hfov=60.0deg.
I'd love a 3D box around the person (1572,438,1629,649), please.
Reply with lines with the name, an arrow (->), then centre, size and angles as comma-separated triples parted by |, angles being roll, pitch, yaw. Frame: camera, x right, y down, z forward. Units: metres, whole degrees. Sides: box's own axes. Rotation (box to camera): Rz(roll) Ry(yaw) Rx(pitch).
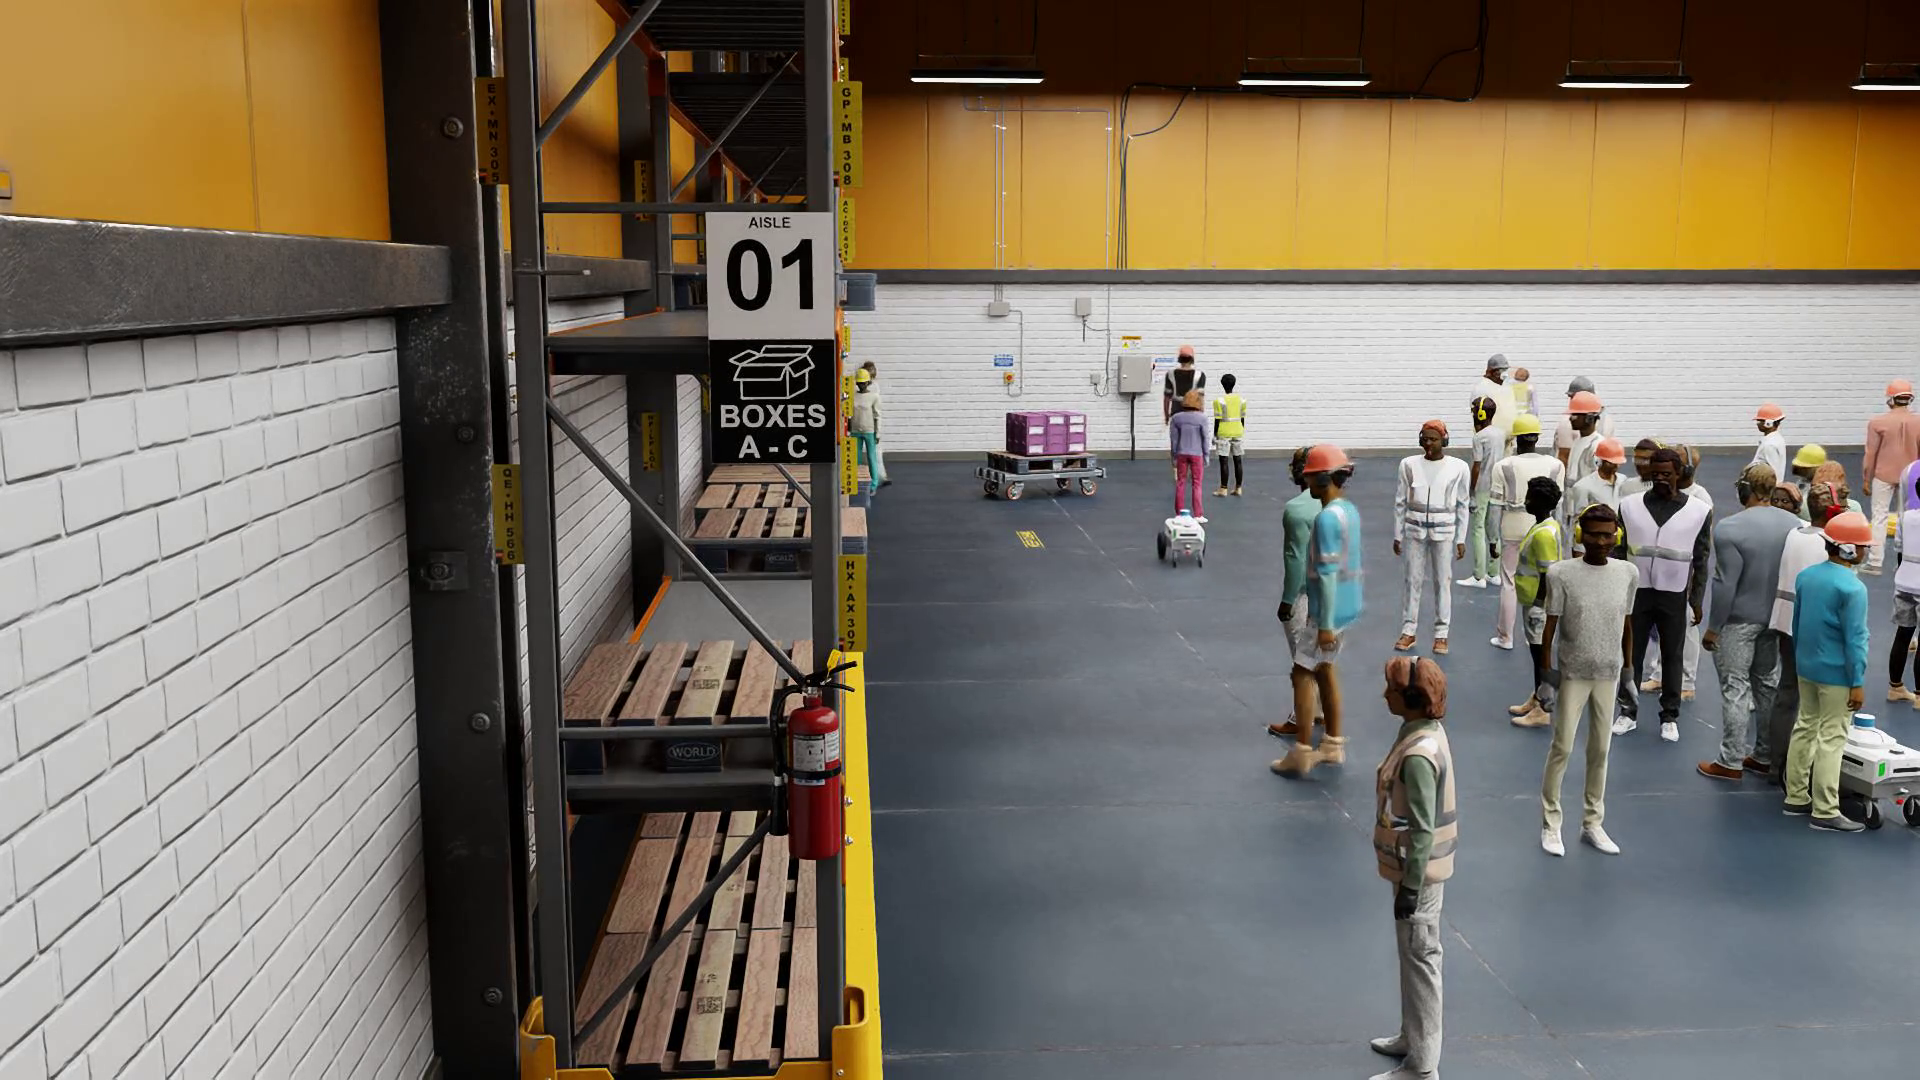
person -> 5.210, 0.034, 13.456 | 0.577, 1.736, 0.355 | -3, 10, -21

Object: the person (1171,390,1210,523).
person -> 2.822, -1.017, 20.374 | 0.498, 1.634, 0.280 | 5, 10, 28

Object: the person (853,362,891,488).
person -> -1.318, -1.651, 23.827 | 0.533, 1.798, 0.953 | -6, 11, -33

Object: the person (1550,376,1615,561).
person -> 6.135, -0.618, 16.598 | 0.675, 2.000, 0.537 | -5, 10, -28

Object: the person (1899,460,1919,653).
person -> 7.714, 0.034, 13.155 | 0.429, 1.836, 0.627 | -3, 9, -16

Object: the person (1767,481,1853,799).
person -> 4.956, 0.575, 9.708 | 0.394, 1.847, 0.563 | -1, 9, -9

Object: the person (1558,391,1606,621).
person -> 5.345, -0.254, 14.303 | 0.397, 2.043, 0.610 | 1, 9, 3

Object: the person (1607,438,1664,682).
person -> 5.199, 0.124, 12.602 | 0.917, 1.837, 0.529 | -6, 11, -35

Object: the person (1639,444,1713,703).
person -> 5.105, 0.234, 11.854 | 0.333, 1.844, 0.514 | -2, 9, -13

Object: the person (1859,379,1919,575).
person -> 9.468, -0.632, 16.865 | 0.614, 1.986, 0.409 | 1, 9, 9

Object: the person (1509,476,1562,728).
person -> 3.888, 0.413, 11.200 | 0.315, 1.696, 0.541 | 3, 9, 17

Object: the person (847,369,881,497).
person -> -1.330, -1.468, 22.829 | 0.524, 1.761, 0.338 | 3, 10, 20

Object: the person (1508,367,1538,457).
person -> 8.745, -1.900, 26.016 | 0.575, 1.603, 0.776 | 4, 10, 24

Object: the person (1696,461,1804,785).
person -> 4.717, 0.492, 9.945 | 0.638, 1.938, 0.356 | -3, 10, -20

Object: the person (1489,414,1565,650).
person -> 4.562, -0.057, 13.462 | 0.586, 1.918, 0.395 | 0, 9, 2

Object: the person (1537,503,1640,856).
person -> 3.293, 0.727, 8.698 | 0.538, 1.866, 0.312 | -1, 9, -4

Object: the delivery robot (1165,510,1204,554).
delivery robot -> 2.367, -0.078, 17.561 | 0.477, 0.478, 0.707 | 0, 9, 0

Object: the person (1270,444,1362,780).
person -> 2.182, 0.433, 10.082 | 0.471, 2.017, 0.680 | 5, 10, 26

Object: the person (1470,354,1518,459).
person -> 6.837, -1.346, 21.170 | 0.684, 2.000, 0.538 | -6, 11, -35

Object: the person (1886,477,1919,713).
person -> 6.722, 0.351, 11.591 | 0.318, 1.697, 0.535 | -1, 9, -8

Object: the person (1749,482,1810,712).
person -> 5.579, 0.416, 11.361 | 0.514, 1.641, 0.307 | 7, 11, 38

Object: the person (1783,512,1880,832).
person -> 4.810, 0.711, 9.148 | 0.341, 1.749, 0.572 | -1, 9, -4

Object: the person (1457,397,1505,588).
person -> 5.101, -0.463, 16.197 | 0.517, 1.860, 0.324 | -8, 12, -40

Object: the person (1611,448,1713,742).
person -> 4.578, 0.348, 10.913 | 0.594, 1.919, 0.388 | 5, 10, 30

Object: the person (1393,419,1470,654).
person -> 3.780, -0.029, 13.388 | 0.584, 1.882, 0.344 | 4, 10, 26

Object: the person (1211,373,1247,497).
person -> 3.677, -1.428, 22.750 | 0.534, 1.698, 0.322 | -4, 10, -25

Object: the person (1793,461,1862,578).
person -> 6.566, 0.210, 12.671 | 0.507, 1.632, 0.267 | 7, 11, 36

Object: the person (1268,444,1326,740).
person -> 2.279, 0.337, 10.919 | 0.371, 1.940, 0.630 | 7, 11, 36

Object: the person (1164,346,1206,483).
person -> 3.324, -1.864, 24.562 | 0.618, 1.982, 1.046 | 2, 9, 15

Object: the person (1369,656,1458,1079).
person -> 1.692, 1.236, 6.215 | 0.311, 1.638, 0.523 | 3, 9, 16

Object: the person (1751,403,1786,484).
person -> 8.104, -0.500, 16.754 | 0.339, 1.749, 0.573 | 5, 10, 30

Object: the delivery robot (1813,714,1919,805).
delivery robot -> 5.084, 1.226, 9.378 | 0.477, 0.478, 0.707 | -2, 9, -11
